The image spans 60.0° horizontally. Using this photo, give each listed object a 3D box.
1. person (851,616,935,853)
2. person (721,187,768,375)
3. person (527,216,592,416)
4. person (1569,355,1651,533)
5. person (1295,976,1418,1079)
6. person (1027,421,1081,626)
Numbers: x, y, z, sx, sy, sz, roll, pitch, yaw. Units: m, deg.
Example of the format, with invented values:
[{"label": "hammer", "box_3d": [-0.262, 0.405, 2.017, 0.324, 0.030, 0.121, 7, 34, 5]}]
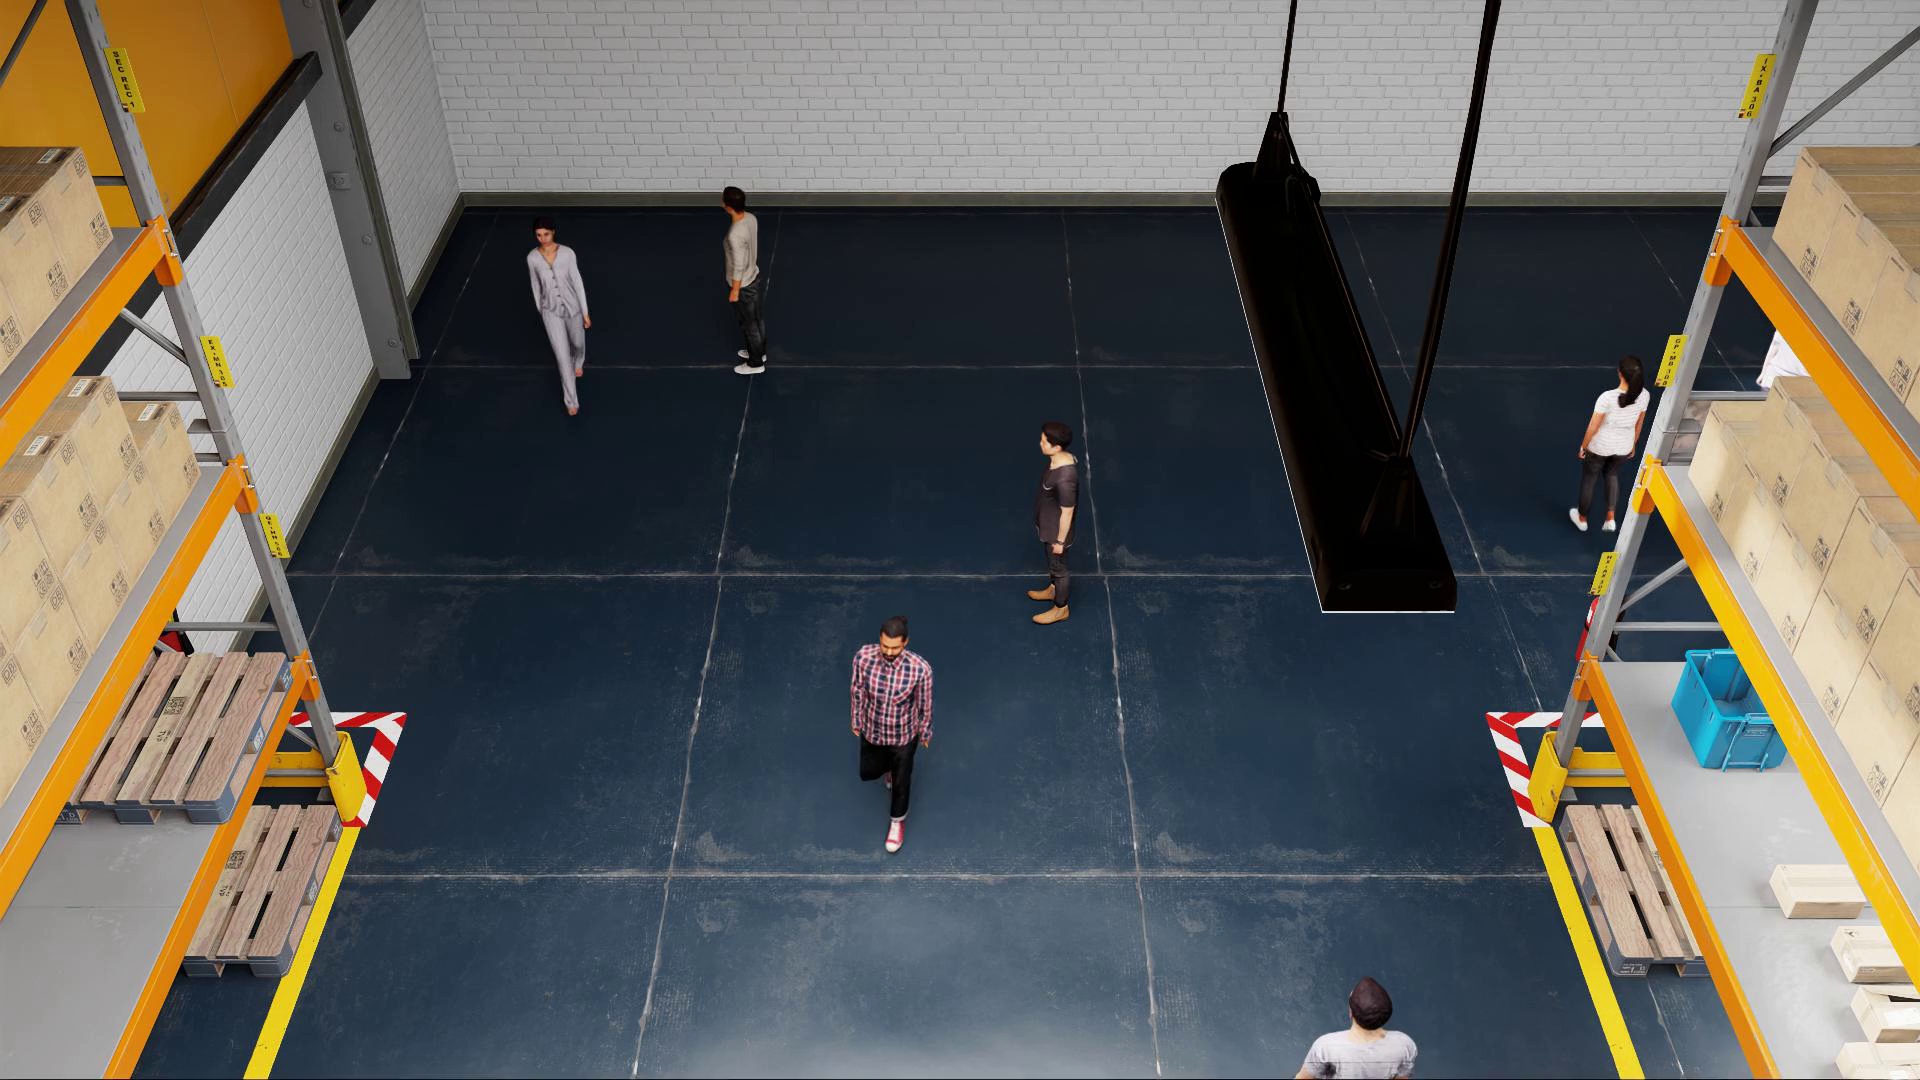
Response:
[{"label": "person", "box_3d": [-0.426, 1.134, 10.507, 0.825, 1.744, 0.978, 9, 40, 11]}, {"label": "person", "box_3d": [-1.902, -2.313, 14.772, 0.748, 1.807, 0.535, 6, 39, 7]}, {"label": "person", "box_3d": [-3.452, -2.039, 14.486, 0.783, 1.737, 1.146, -9, 39, -11]}, {"label": "person", "box_3d": [5.061, -0.681, 12.869, 0.620, 1.633, 0.759, -4, 39, -4]}, {"label": "person", "box_3d": [1.938, 2.893, 8.218, 0.751, 1.853, 0.908, -2, 39, -3]}, {"label": "person", "box_3d": [0.709, -0.139, 12.126, 0.694, 1.714, 0.492, -2, 39, -3]}]
